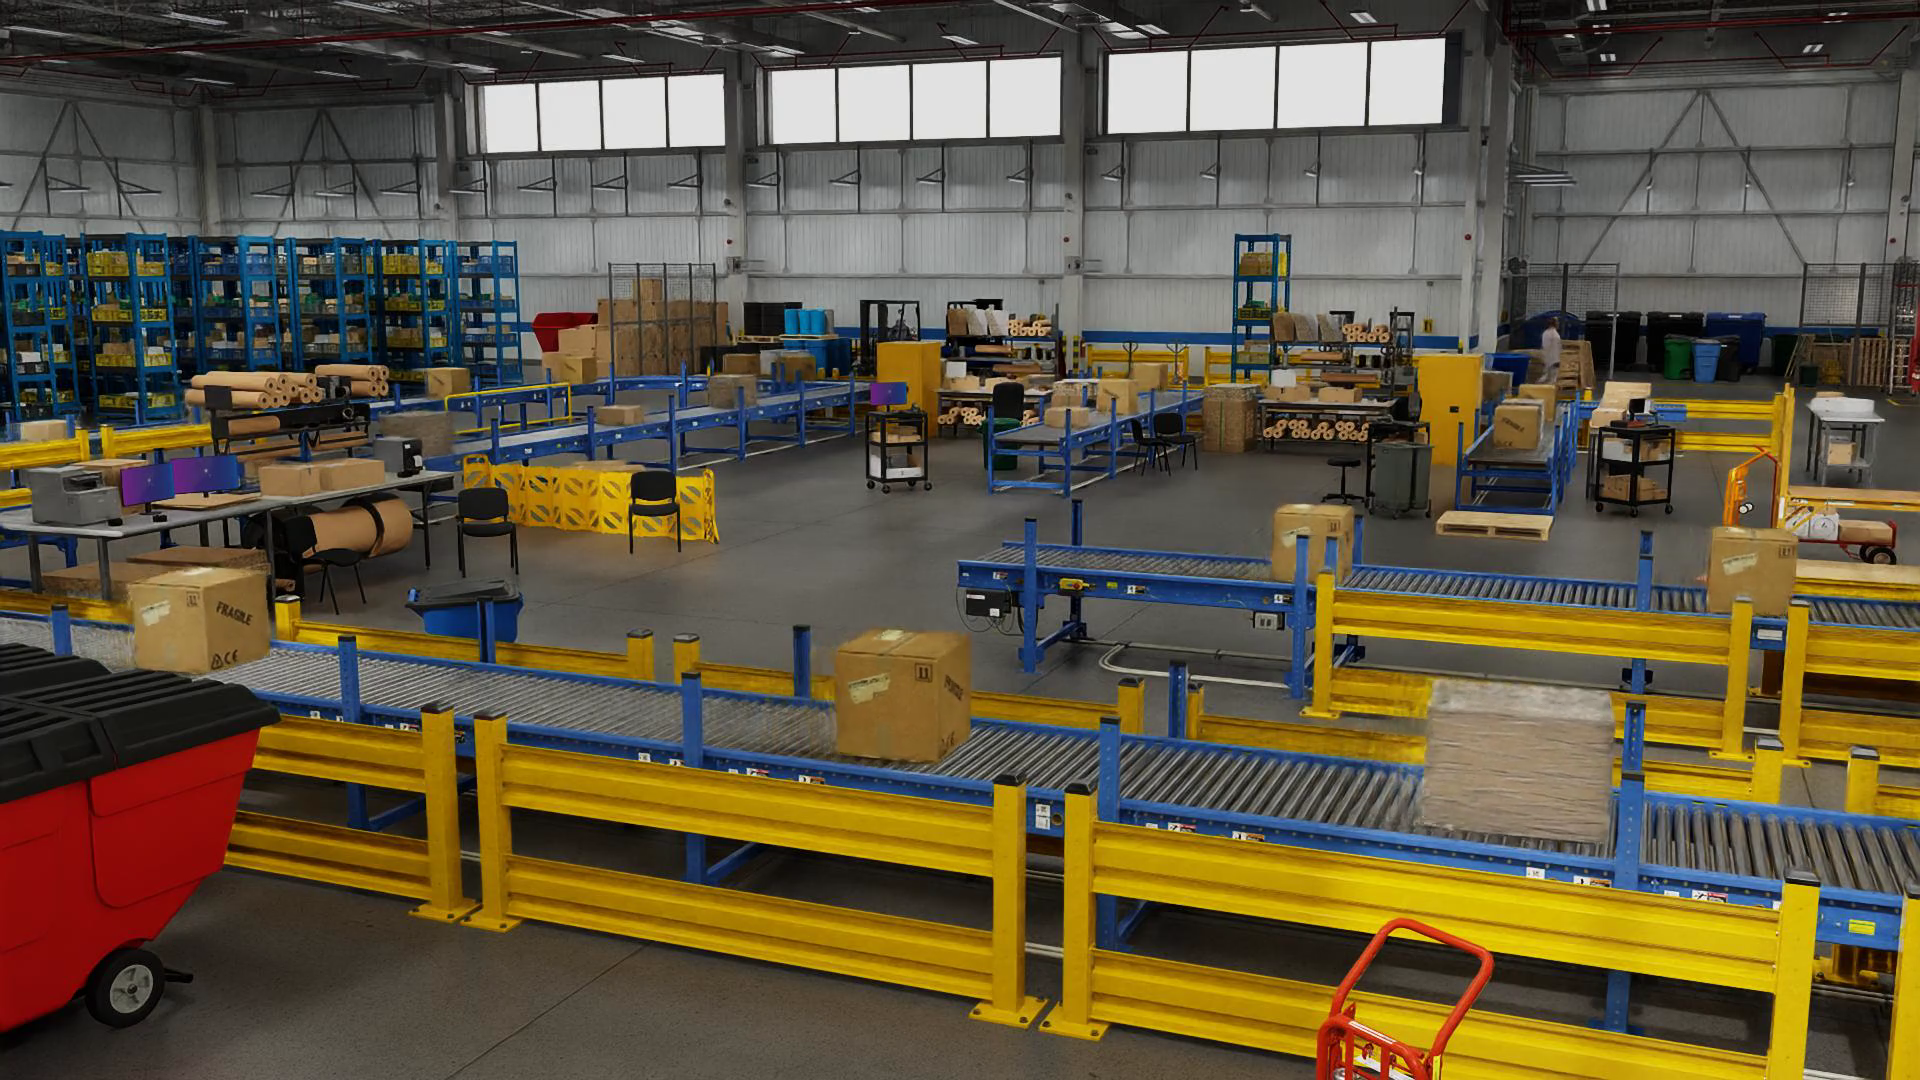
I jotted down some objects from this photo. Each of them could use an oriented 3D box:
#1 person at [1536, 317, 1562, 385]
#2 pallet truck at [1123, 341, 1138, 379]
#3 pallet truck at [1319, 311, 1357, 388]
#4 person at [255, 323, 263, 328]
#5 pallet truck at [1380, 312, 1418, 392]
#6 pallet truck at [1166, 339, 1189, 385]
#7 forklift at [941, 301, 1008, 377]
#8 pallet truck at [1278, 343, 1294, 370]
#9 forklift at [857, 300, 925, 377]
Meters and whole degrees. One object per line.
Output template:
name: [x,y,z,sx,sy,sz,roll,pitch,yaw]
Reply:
person: [13.206,-4.050,37.262,0.545,1.898,0.641,-1,9,-5]
pallet truck: [4.445,-4.380,41.279,0.680,1.201,1.601,4,10,22]
pallet truck: [9.071,-4.419,39.190,0.823,1.965,1.885,5,10,26]
person: [-17.299,-4.649,41.099,0.573,1.833,0.445,3,10,18]
pallet truck: [10.207,-4.283,38.369,0.823,1.965,1.885,3,10,20]
pallet truck: [5.418,-4.269,40.420,0.704,1.261,1.522,3,10,20]
forklift: [0.365,-4.966,41.571,1.157,1.987,2.680,3,10,20]
pallet truck: [7.886,-4.163,39.743,0.653,1.274,1.630,4,10,22]
forklift: [-1.732,-5.109,42.468,1.157,1.987,2.680,4,10,22]
